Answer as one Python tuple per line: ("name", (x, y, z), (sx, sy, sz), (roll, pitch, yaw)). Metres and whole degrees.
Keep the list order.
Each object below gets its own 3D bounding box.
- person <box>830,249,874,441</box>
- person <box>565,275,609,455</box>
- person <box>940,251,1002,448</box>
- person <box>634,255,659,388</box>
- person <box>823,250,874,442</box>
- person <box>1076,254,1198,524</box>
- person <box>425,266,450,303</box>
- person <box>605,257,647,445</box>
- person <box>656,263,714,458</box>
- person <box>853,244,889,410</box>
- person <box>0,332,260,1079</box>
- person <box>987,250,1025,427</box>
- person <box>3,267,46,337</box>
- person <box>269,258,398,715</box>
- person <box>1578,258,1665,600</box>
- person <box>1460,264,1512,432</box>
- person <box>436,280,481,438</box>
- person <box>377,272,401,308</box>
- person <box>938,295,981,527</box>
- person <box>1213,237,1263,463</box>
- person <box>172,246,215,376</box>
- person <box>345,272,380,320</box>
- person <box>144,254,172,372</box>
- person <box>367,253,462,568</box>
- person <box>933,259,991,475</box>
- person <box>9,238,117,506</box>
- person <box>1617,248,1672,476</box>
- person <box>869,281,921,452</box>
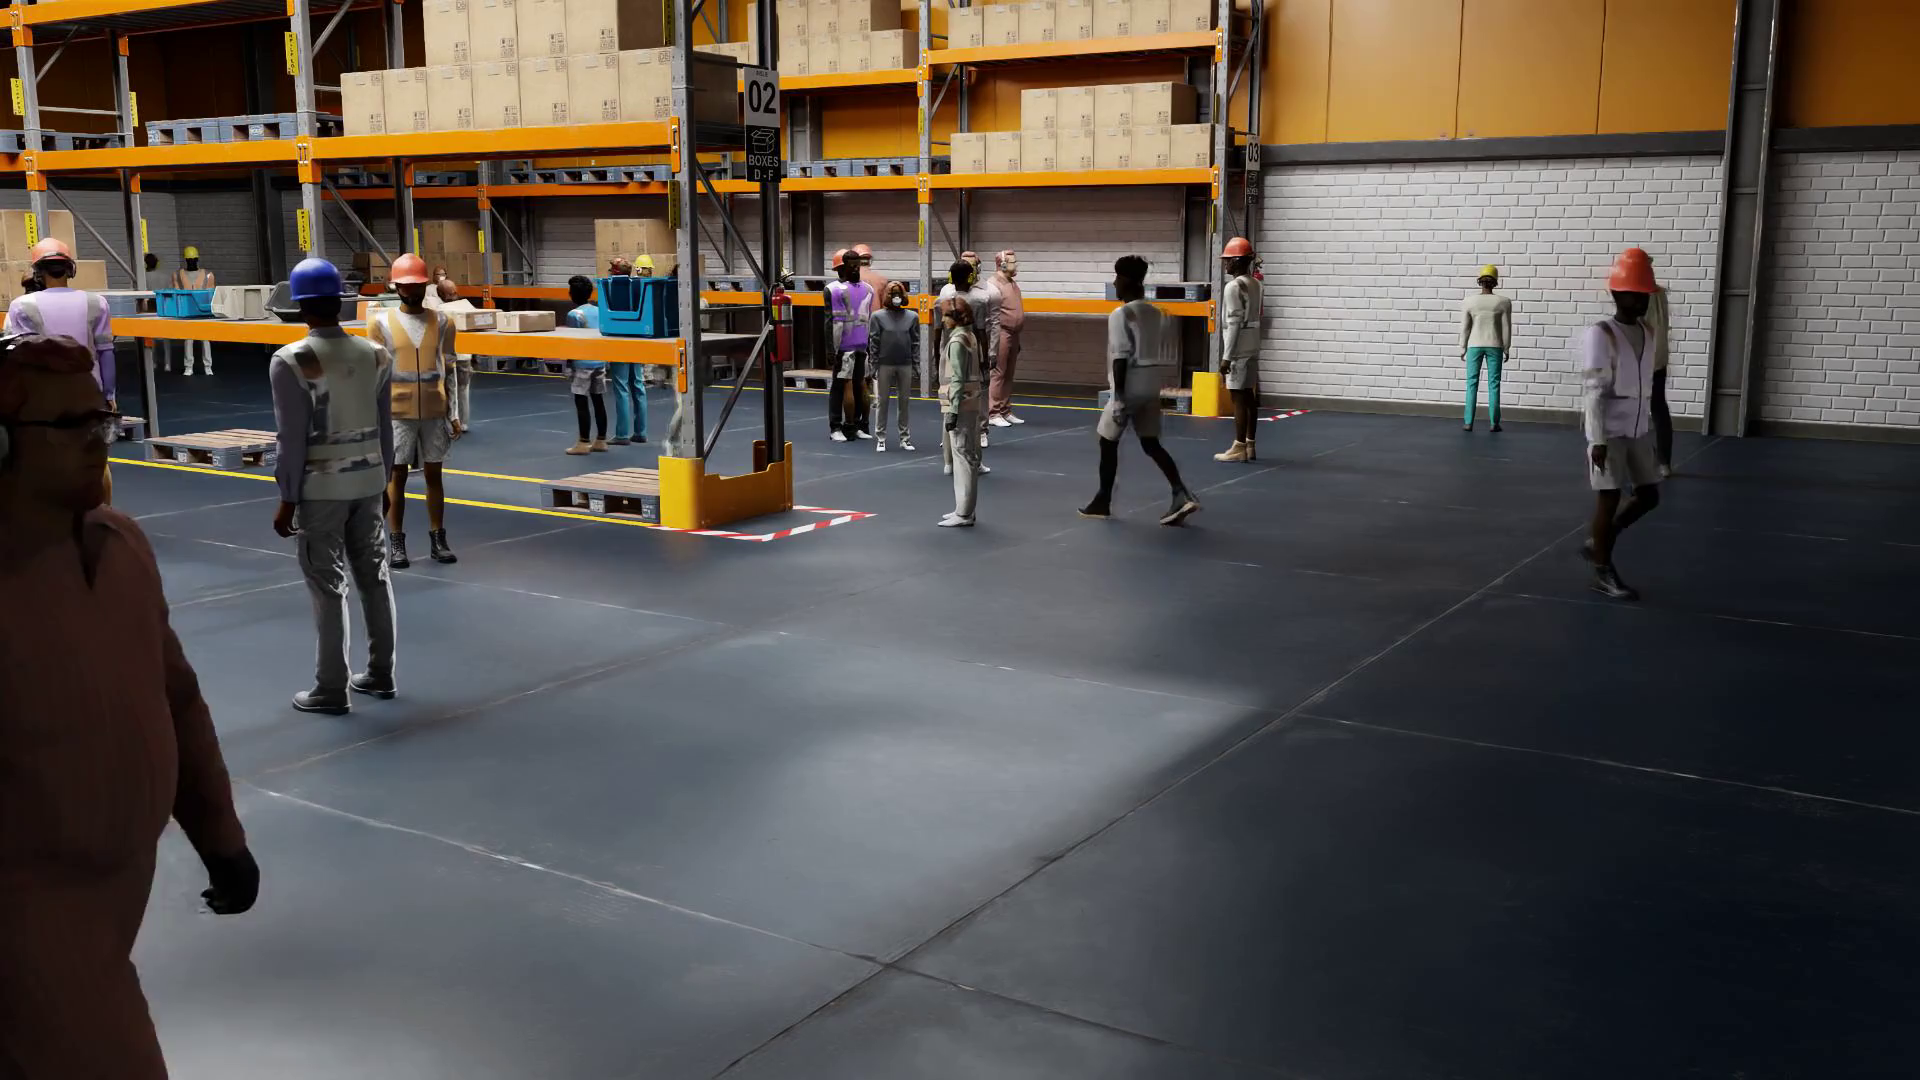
("person", (-1.127, -1.961, 16.812), (0.373, 1.928, 0.543), (8, 13, 39))
("person", (-3.535, -1.645, 15.708), (0.318, 1.698, 0.539), (4, 11, 23))
("person", (0.075, -1.850, 16.243), (0.643, 1.913, 0.411), (2, 10, 13))
("person", (-4.333, -3.002, 22.878), (0.403, 1.824, 0.584), (3, 11, 17))
("person", (-1.122, -1.954, 16.797), (0.594, 1.917, 0.373), (-9, 13, -40))
("person", (1.290, -1.067, 11.870), (0.954, 1.931, 0.617), (9, 14, 42))
("person", (-7.778, -3.291, 24.992), (0.266, 1.631, 0.507), (10, 14, 42))
("person", (-3.307, -1.860, 16.463), (0.384, 1.849, 0.569), (7, 12, 34))
("person", (-2.393, -1.516, 14.563), (0.555, 1.849, 0.420), (-9, 13, -39))
("person", (-1.127, -2.522, 19.802), (0.632, 1.974, 0.461), (-4, 11, -22))
("person", (-1.430, 0.587, 2.855), (0.951, 1.860, 0.678), (1, 10, 4))
("person", (0.497, -2.194, 18.158), (0.409, 1.908, 0.651), (5, 11, 26))
("person", (-6.209, -0.935, 11.367), (0.625, 1.844, 0.429), (-1, 10, -5))
("person", (-2.685, -0.227, 7.147), (0.385, 1.944, 0.616), (5, 12, 27))
("person", (3.727, -0.618, 9.401), (0.548, 1.924, 0.441), (-5, 11, -24))
("person", (5.552, -2.020, 17.589), (0.523, 1.769, 0.310), (4, 11, 19))
("person", (-5.269, -1.876, 17.214), (0.550, 1.607, 0.775), (-5, 12, -27))
("person", (-7.572, -2.808, 22.418), (0.508, 1.609, 0.751), (-2, 10, -12))
("person", (-0.001, -0.911, 11.793), (0.308, 1.639, 0.511), (1, 10, 7))
("person", (2.525, -1.720, 15.152), (0.397, 2.044, 0.609), (6, 12, 32))
("person", (-11.424, -3.412, 24.848), (0.585, 1.928, 0.378), (-4, 11, -20))
("person", (-7.020, -2.295, 19.424), (0.530, 1.636, 0.899), (-3, 11, -19))
("person", (-12.431, -3.509, 25.720), (0.516, 1.807, 1.027), (-8, 13, -36))
("person", (-3.377, -0.799, 10.342), (0.542, 1.939, 0.368), (-6, 12, -29))
("person", (0.024, -1.480, 14.326), (0.510, 1.865, 0.329), (3, 11, 17))
("person", (-5.934, -0.974, 11.048), (0.605, 2.035, 0.384), (-9, 13, -40))
("person", (5.872, -1.512, 14.269), (0.680, 1.948, 0.487), (-8, 13, -38))
("person", (-0.621, -1.659, 15.952), (0.498, 1.633, 0.282), (-3, 11, -17))
